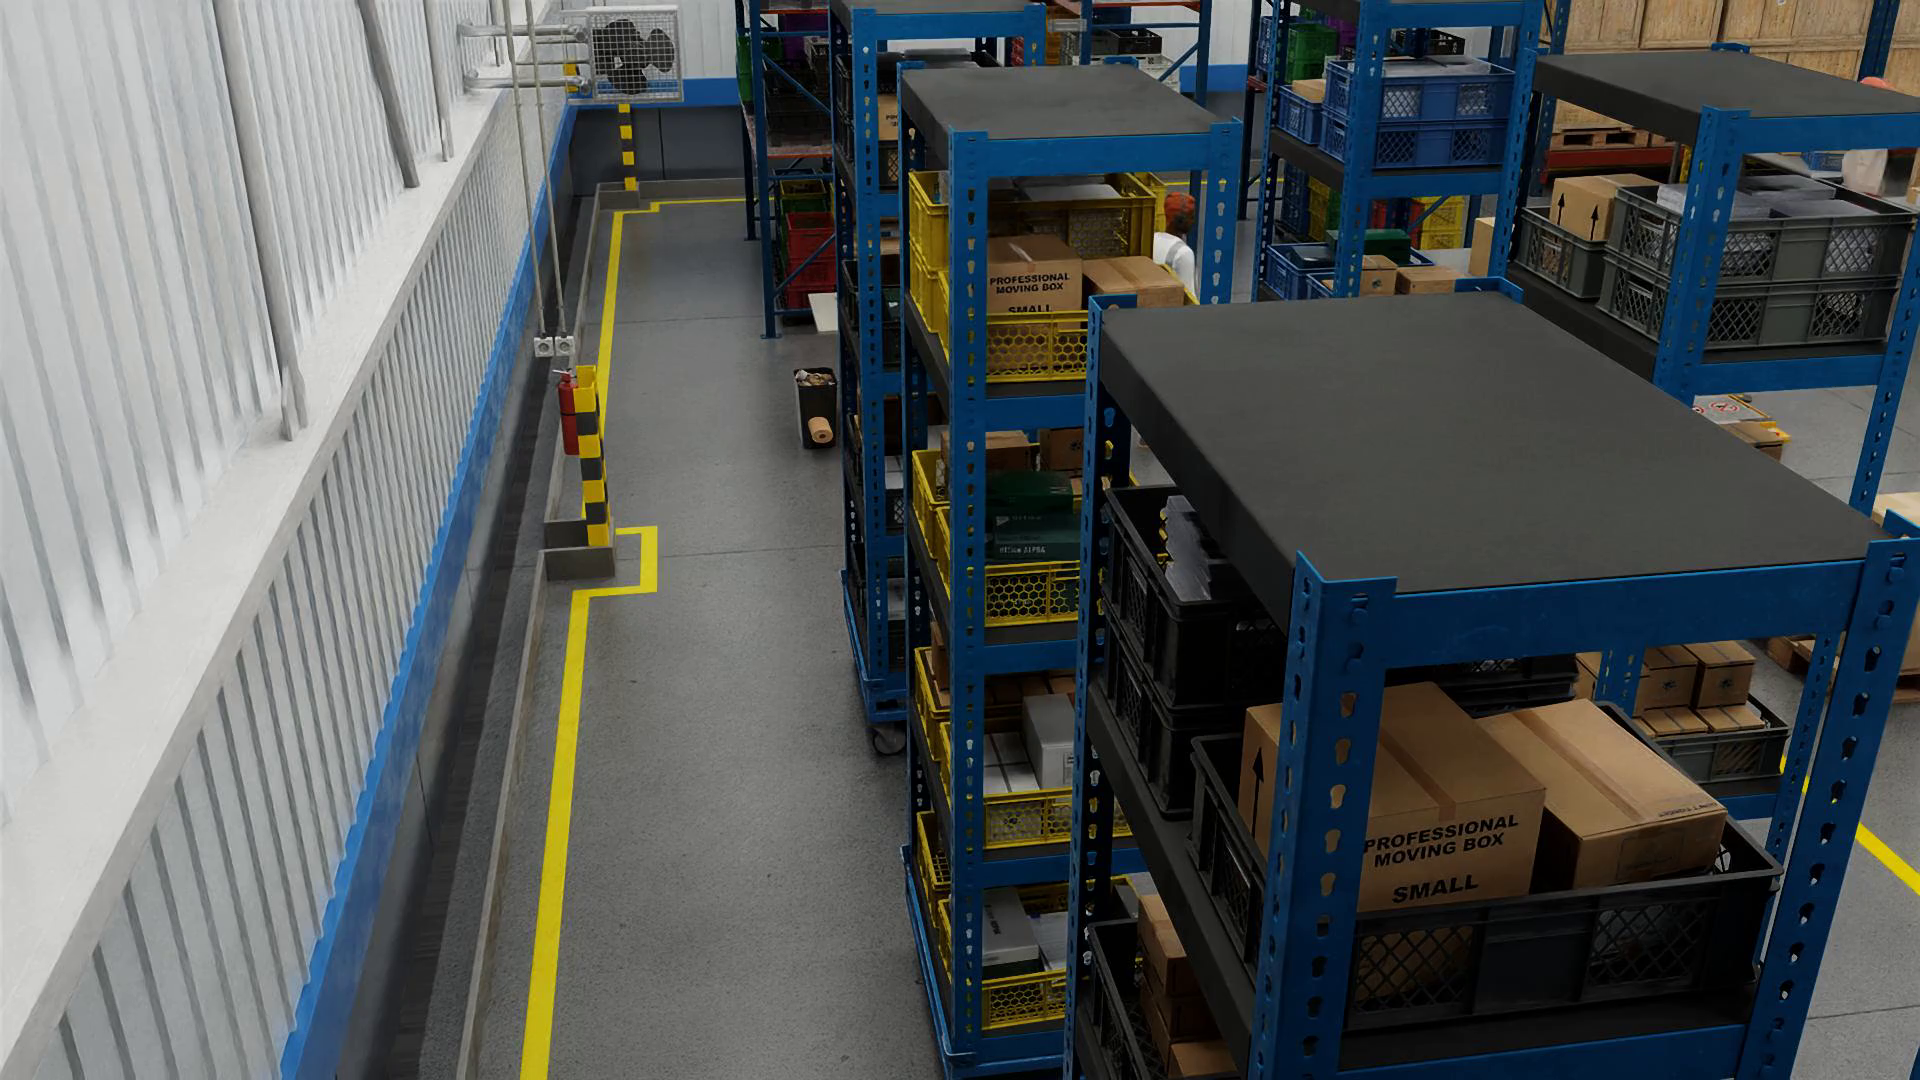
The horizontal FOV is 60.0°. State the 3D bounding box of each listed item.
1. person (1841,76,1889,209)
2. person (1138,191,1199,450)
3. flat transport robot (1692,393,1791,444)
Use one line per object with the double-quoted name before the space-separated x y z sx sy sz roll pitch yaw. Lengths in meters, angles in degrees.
"person" 8.241 -3.262 15.345 0.467 1.972 0.640 8 26 16
"person" 1.463 -1.483 11.586 0.355 1.886 0.573 -11 27 -23
"flat transport robot" 5.224 -0.859 12.132 1.431 0.197 0.652 -4 25 -8
